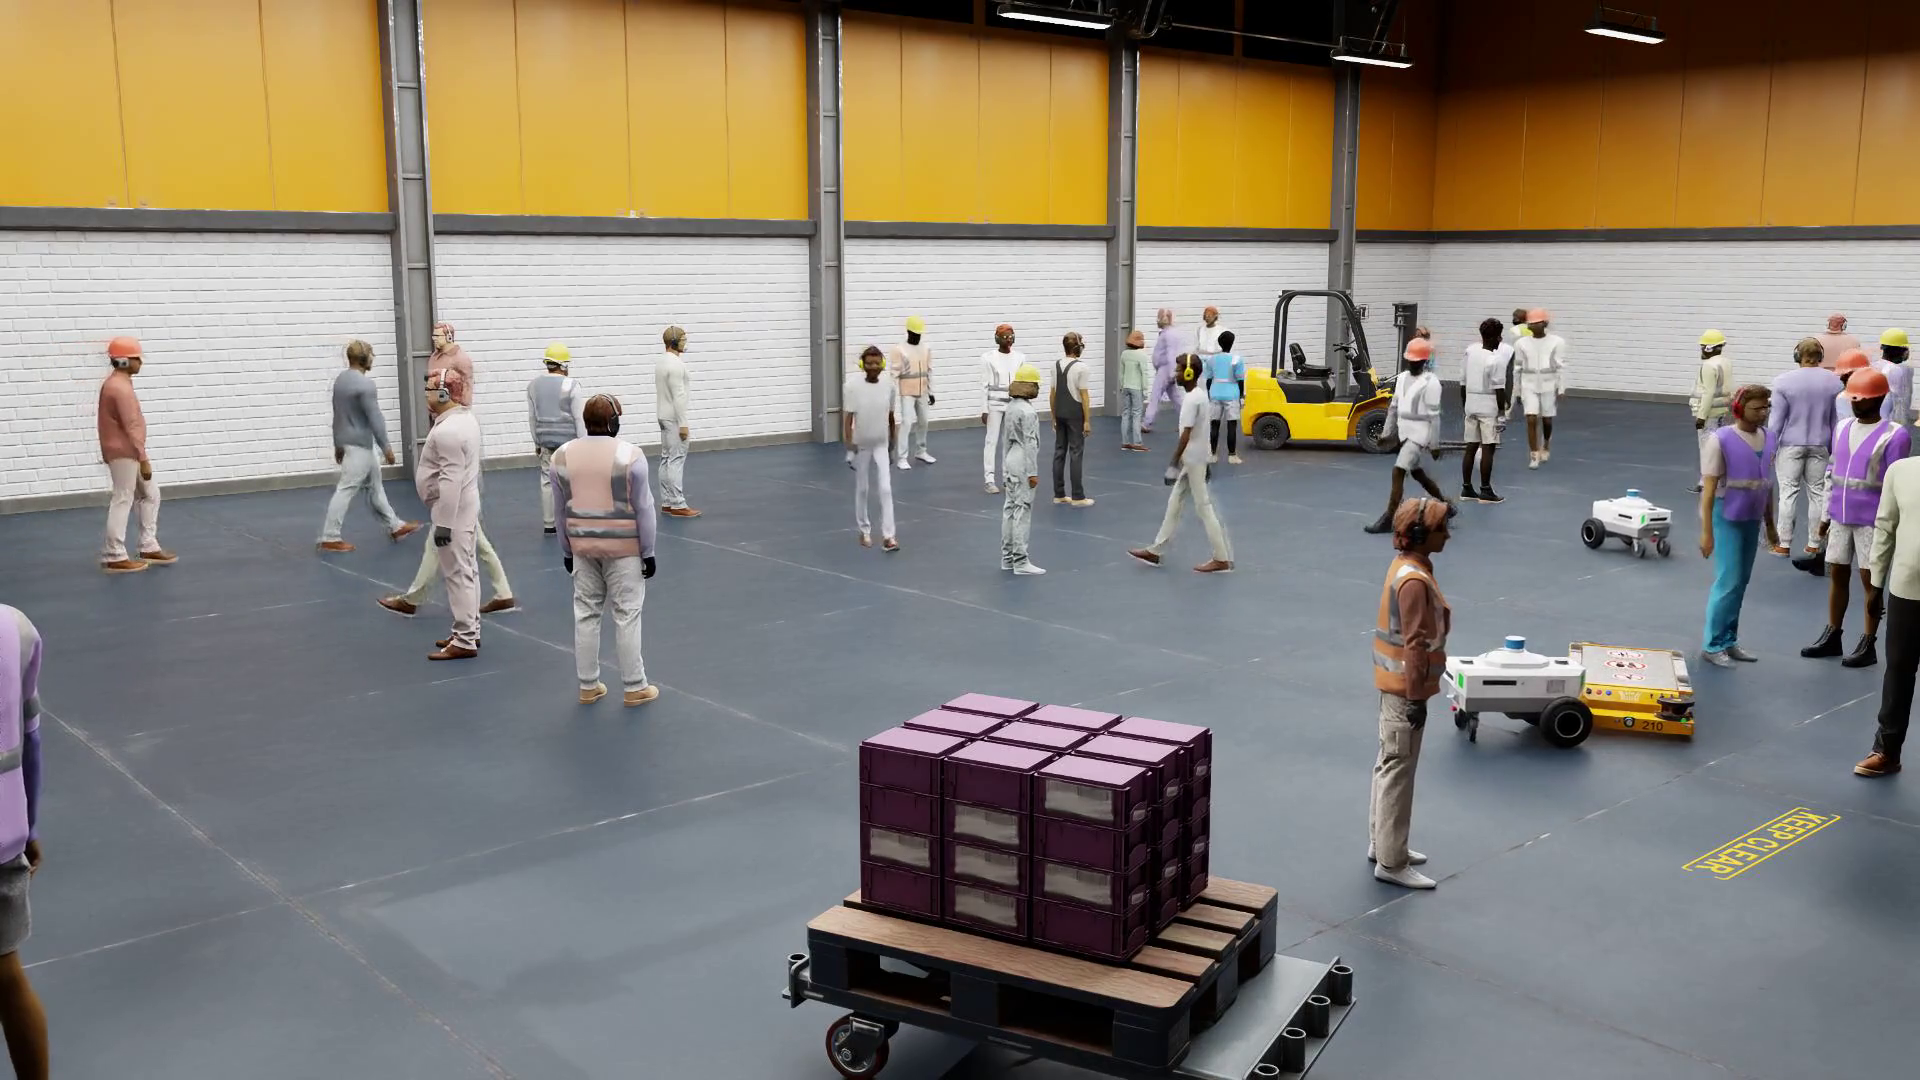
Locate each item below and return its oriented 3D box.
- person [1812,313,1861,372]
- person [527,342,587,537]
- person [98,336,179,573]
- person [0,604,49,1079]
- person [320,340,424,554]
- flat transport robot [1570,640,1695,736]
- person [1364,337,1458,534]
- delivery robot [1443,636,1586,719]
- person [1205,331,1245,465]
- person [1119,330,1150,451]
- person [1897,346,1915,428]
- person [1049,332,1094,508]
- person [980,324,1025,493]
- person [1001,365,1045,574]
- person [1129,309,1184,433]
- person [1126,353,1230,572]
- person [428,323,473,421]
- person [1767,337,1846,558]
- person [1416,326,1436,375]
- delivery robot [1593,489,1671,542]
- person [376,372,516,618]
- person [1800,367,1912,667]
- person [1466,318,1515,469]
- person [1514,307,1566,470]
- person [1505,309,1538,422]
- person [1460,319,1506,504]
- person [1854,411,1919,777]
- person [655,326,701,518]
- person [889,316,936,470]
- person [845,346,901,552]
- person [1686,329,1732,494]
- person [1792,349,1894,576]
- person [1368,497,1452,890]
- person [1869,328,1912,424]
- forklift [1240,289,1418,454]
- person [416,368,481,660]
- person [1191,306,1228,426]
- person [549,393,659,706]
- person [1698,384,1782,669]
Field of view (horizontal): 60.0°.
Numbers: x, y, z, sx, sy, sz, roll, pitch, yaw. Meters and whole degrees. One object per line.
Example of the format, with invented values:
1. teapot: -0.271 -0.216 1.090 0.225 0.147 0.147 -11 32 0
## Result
1. person: 11.282 -1.981 21.528 0.653 1.906 0.405 6 12 33
2. person: -3.743 -0.930 15.590 0.591 1.833 0.403 3 10 19
3. person: -6.859 -0.714 13.904 0.726 1.968 0.664 -6 11 -32
4. person: -2.805 0.848 4.618 0.405 2.030 0.613 1 10 7
5. person: -5.333 -0.842 14.932 1.039 1.881 0.650 -8 13 -40
6. flat transport robot: 3.917 0.845 9.768 0.652 0.197 1.431 4 10 20
7. person: 4.382 -0.998 15.859 0.997 1.886 0.573 -3 10 -15
8. delivery robot: 3.025 0.769 9.106 0.707 0.478 0.477 0 10 1
9. person: 3.357 -1.792 21.029 0.540 1.700 0.316 6 11 32
10. person: 2.370 -2.026 22.596 0.286 1.632 0.501 -7 12 -36
11. person: 11.428 -1.651 20.457 0.605 1.616 0.503 -5 11 -25
12. person: 1.167 -1.264 17.513 0.351 1.846 0.506 -9 13 -44
13. person: 0.482 -1.465 18.580 0.572 1.883 0.354 -5 11 -28
14. person: 0.535 -0.589 13.866 0.322 1.740 0.490 -3 10 -19
15. person: 3.082 -2.513 24.814 1.005 1.861 0.662 1 10 5
16. person: 1.844 -0.637 13.902 0.936 1.826 0.539 2 10 11
17. person: -5.641 -1.429 18.299 0.652 1.906 0.409 7 12 35
18. person: 7.370 -0.800 14.542 0.627 1.934 0.372 1 10 7
19. person: 6.644 -2.272 24.019 0.323 1.639 0.521 -4 10 -22
20. delivery robot: 5.983 -0.207 14.821 0.477 0.478 0.707 -3 10 -17
21. person: -3.756 -0.328 12.141 1.001 1.806 0.568 -1 10 -8
22. person: 5.782 -0.148 10.722 0.369 1.933 0.543 -4 11 -24
23. person: 6.535 -1.807 20.588 0.596 1.886 0.790 2 10 13
24. person: 7.239 -1.900 20.778 0.646 2.010 0.799 4 10 22
25. person: 8.954 -2.789 26.580 0.628 1.813 0.923 -6 12 -33
26. person: 5.616 -1.375 17.805 0.361 1.963 0.613 -5 11 -25
27. person: 4.813 0.247 8.229 0.396 1.992 0.623 -8 12 -38
28. person: -2.880 -1.192 16.818 0.373 1.940 0.628 -5 11 -26
29. person: -0.578 -1.846 20.787 0.808 1.896 0.579 -8 13 -40
30. person: -0.775 -0.801 14.838 0.504 1.827 0.931 -3 10 -15
31. person: 8.314 -1.421 18.469 0.403 1.830 0.600 9 13 42
32. person: 7.310 -0.617 13.634 1.003 1.863 0.568 -5 11 -26
33. person: 1.897 0.630 7.022 0.312 1.639 0.520 2 10 10
34. person: 9.188 -1.141 16.549 0.380 1.924 0.593 0 10 0
35. forklift: 5.034 -2.339 22.783 2.313 2.155 1.214 3 10 16
36. person: -3.354 -0.172 10.938 0.409 1.909 0.642 -1 10 -8
37. person: 3.837 -2.663 25.660 0.582 1.867 0.478 6 12 33
38. person: -2.064 0.062 9.759 0.627 1.844 0.429 2 10 13
39. person: 5.004 -0.087 10.691 0.561 1.823 0.484 -5 11 -28
